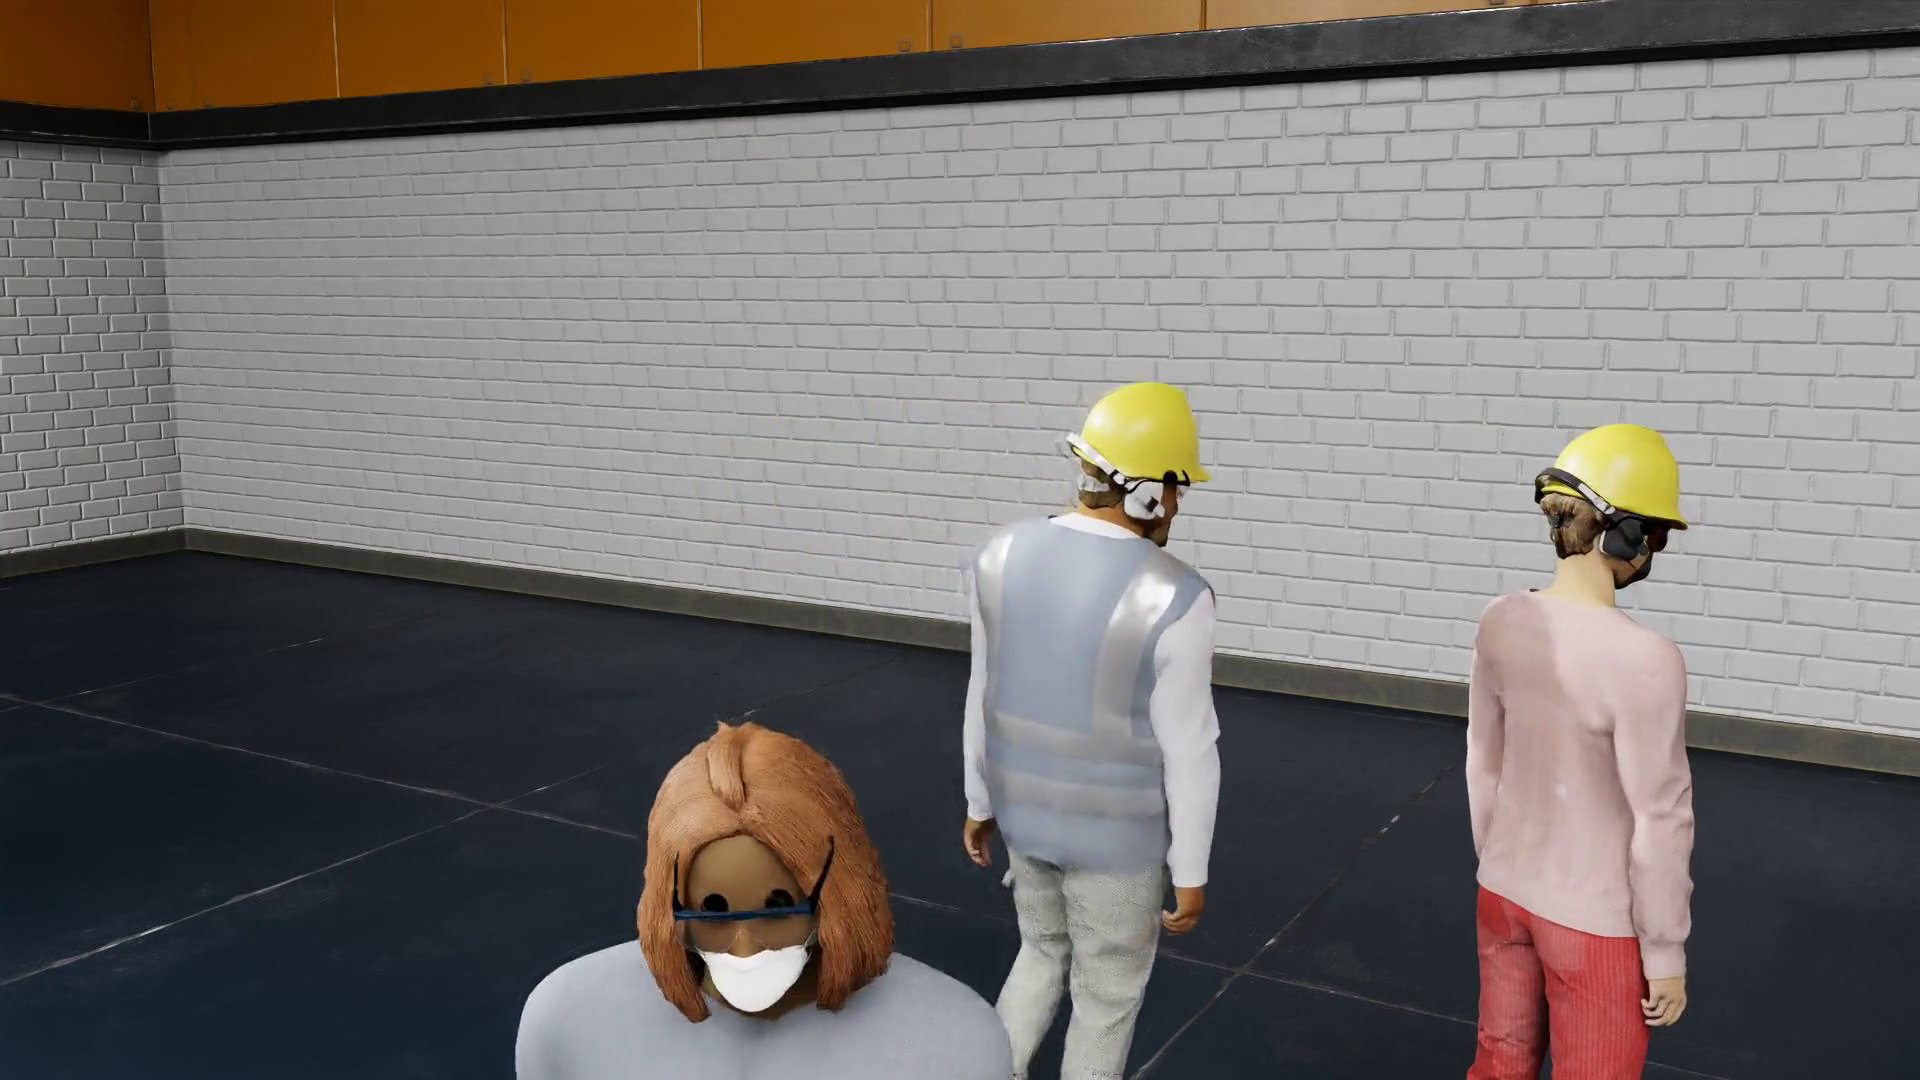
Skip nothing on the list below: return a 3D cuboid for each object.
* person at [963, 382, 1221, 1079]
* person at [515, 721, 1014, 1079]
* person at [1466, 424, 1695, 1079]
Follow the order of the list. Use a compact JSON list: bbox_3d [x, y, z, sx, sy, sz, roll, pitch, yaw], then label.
[{"bbox_3d":[0.245,0.581,3.417,0.617,1.810,0.477,8,12,39],"label":"person"},{"bbox_3d":[-0.222,0.945,1.746,0.567,1.601,0.455,0,9,-3],"label":"person"},{"bbox_3d":[1.126,0.669,3.026,0.324,1.760,0.523,-3,10,-20],"label":"person"}]
